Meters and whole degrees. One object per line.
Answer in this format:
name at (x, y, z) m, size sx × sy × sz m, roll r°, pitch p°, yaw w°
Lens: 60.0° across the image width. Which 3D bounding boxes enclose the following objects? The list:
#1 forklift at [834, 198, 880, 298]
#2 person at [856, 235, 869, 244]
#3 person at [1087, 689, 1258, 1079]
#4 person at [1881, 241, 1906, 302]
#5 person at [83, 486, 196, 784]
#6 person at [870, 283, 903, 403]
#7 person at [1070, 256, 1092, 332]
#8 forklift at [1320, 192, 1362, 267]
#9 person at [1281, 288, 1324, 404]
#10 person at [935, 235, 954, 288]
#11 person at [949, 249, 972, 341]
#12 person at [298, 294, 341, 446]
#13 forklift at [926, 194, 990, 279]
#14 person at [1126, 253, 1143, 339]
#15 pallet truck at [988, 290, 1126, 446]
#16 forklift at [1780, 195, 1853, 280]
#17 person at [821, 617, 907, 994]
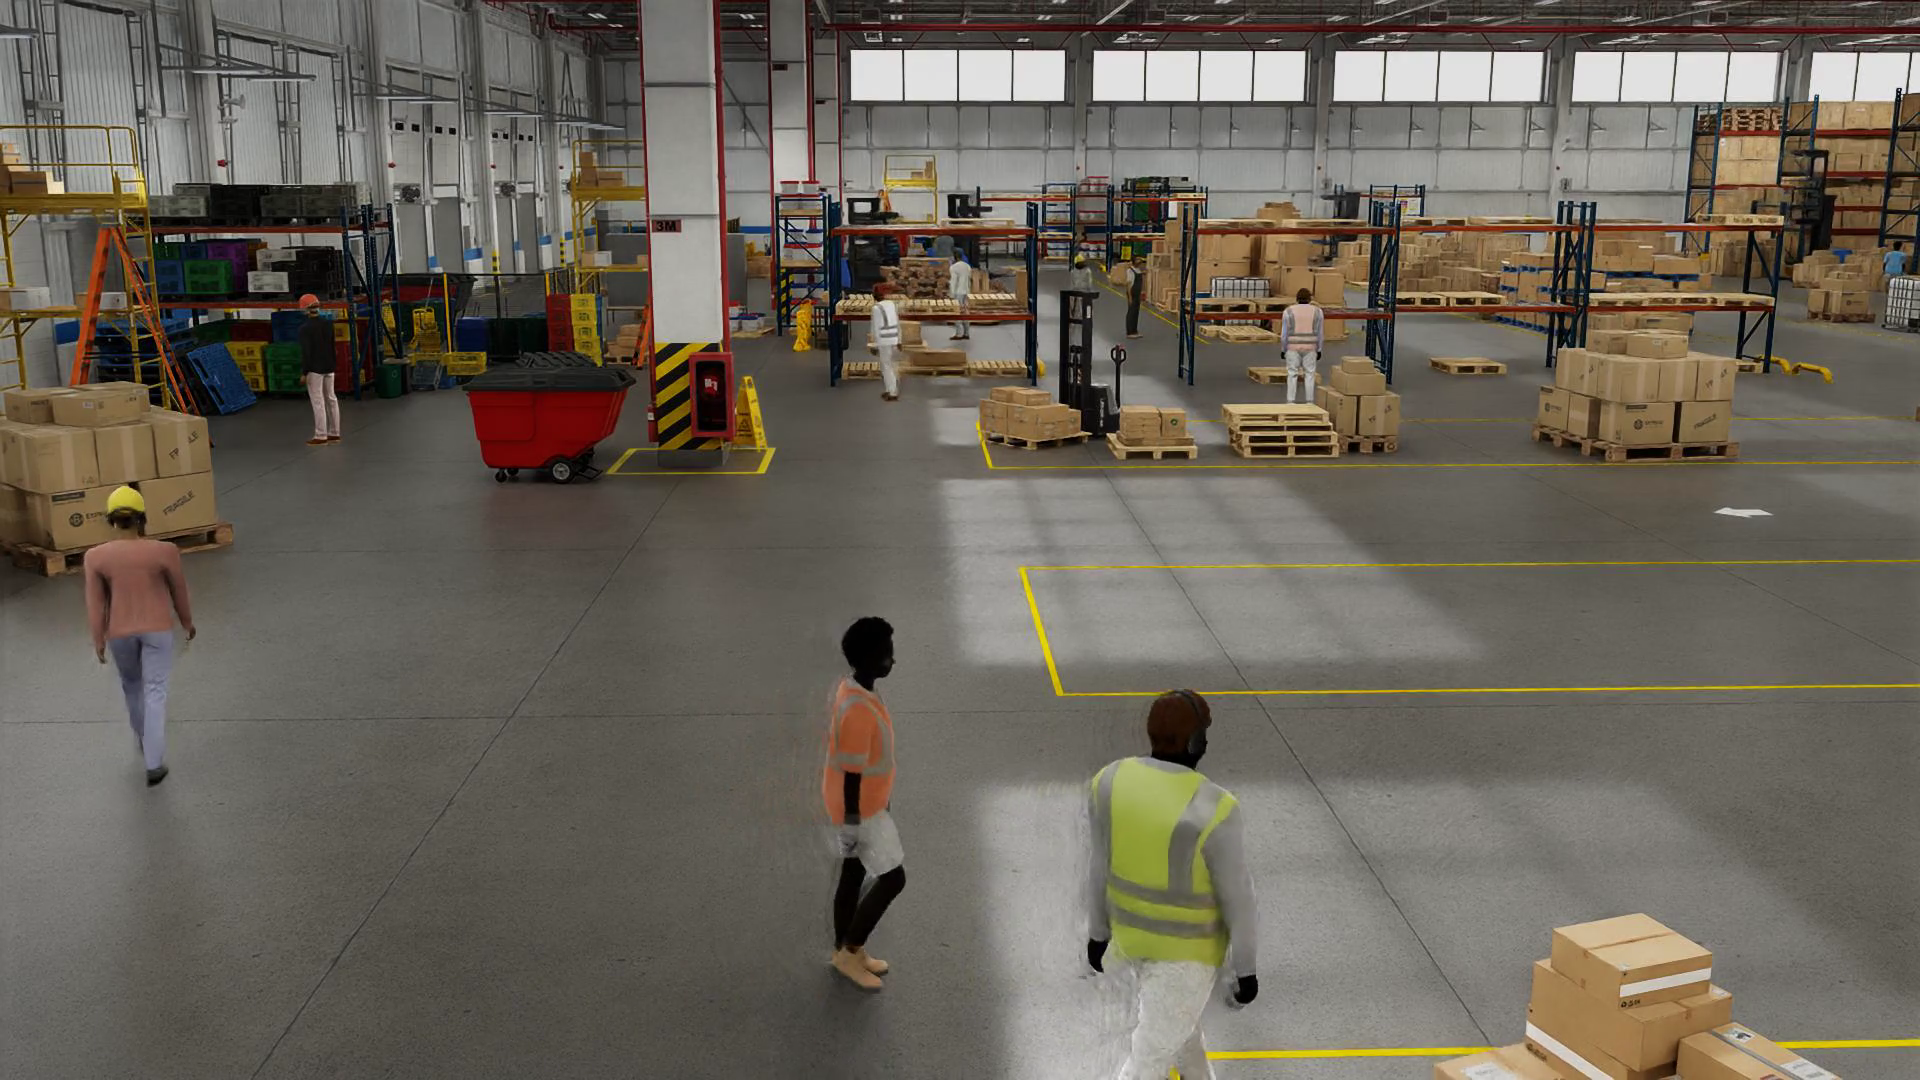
forklift at (-2.746, -8.345, 47.400) m, size 1.129 × 2.768 × 1.873 m, roll -8°, pitch 15°, yaw -33°
person at (-3.211, -9.265, 54.376) m, size 0.515 × 1.641 × 0.314 m, roll 0°, pitch 12°, yaw -1°
person at (0.733, 1.409, 5.874) m, size 1.006 × 1.787 × 0.642 m, roll -12°, pitch 17°, yaw -42°
person at (25.708, -7.389, 45.812) m, size 0.573 × 1.687 × 0.423 m, roll 5°, pitch 13°, yaw 20°
person at (-4.882, 0.530, 9.965) m, size 0.532 × 1.727 × 0.890 m, roll -3°, pitch 13°, yaw -13°
person at (-1.177, -3.071, 25.924) m, size 0.612 × 1.852 × 0.599 m, roll 9°, pitch 15°, yaw 34°
person at (2.751, -5.603, 37.718) m, size 0.489 × 1.693 × 0.881 m, roll 4°, pitch 13°, yaw 16°
forklift at (14.084, -11.104, 59.855) m, size 1.873 × 2.768 × 1.129 m, roll 0°, pitch 12°, yaw -2°
person at (5.138, -2.867, 25.033) m, size 0.636 × 1.840 × 0.429 m, roll 1°, pitch 13°, yaw 4°
person at (-0.476, -8.692, 51.223) m, size 0.617 × 1.892 × 0.980 m, roll -2°, pitch 13°, yaw -11°
person at (-0.005, -5.216, 35.417) m, size 0.355 × 1.936 × 0.635 m, roll 10°, pitch 16°, yaw 37°
person at (-8.417, -2.219, 21.780) m, size 0.393 × 1.985 × 0.611 m, roll 4°, pitch 13°, yaw 19°
forklift at (-0.083, -9.951, 54.651) m, size 1.873 × 2.768 × 1.129 m, roll -7°, pitch 14°, yaw -30°
person at (3.759, -5.253, 35.826) m, size 0.342 × 1.841 × 0.512 m, roll 9°, pitch 15°, yaw 35°
pallet truck at (1.257, -2.299, 22.111) m, size 1.885 × 1.965 × 0.823 m, roll -9°, pitch 15°, yaw -35°
forklift at (27.836, -9.748, 53.733) m, size 1.873 × 2.768 × 1.129 m, roll 1°, pitch 13°, yaw 4°
person at (-0.420, 1.150, 7.252) m, size 0.363 × 1.681 × 0.546 m, roll -2°, pitch 13°, yaw -7°
